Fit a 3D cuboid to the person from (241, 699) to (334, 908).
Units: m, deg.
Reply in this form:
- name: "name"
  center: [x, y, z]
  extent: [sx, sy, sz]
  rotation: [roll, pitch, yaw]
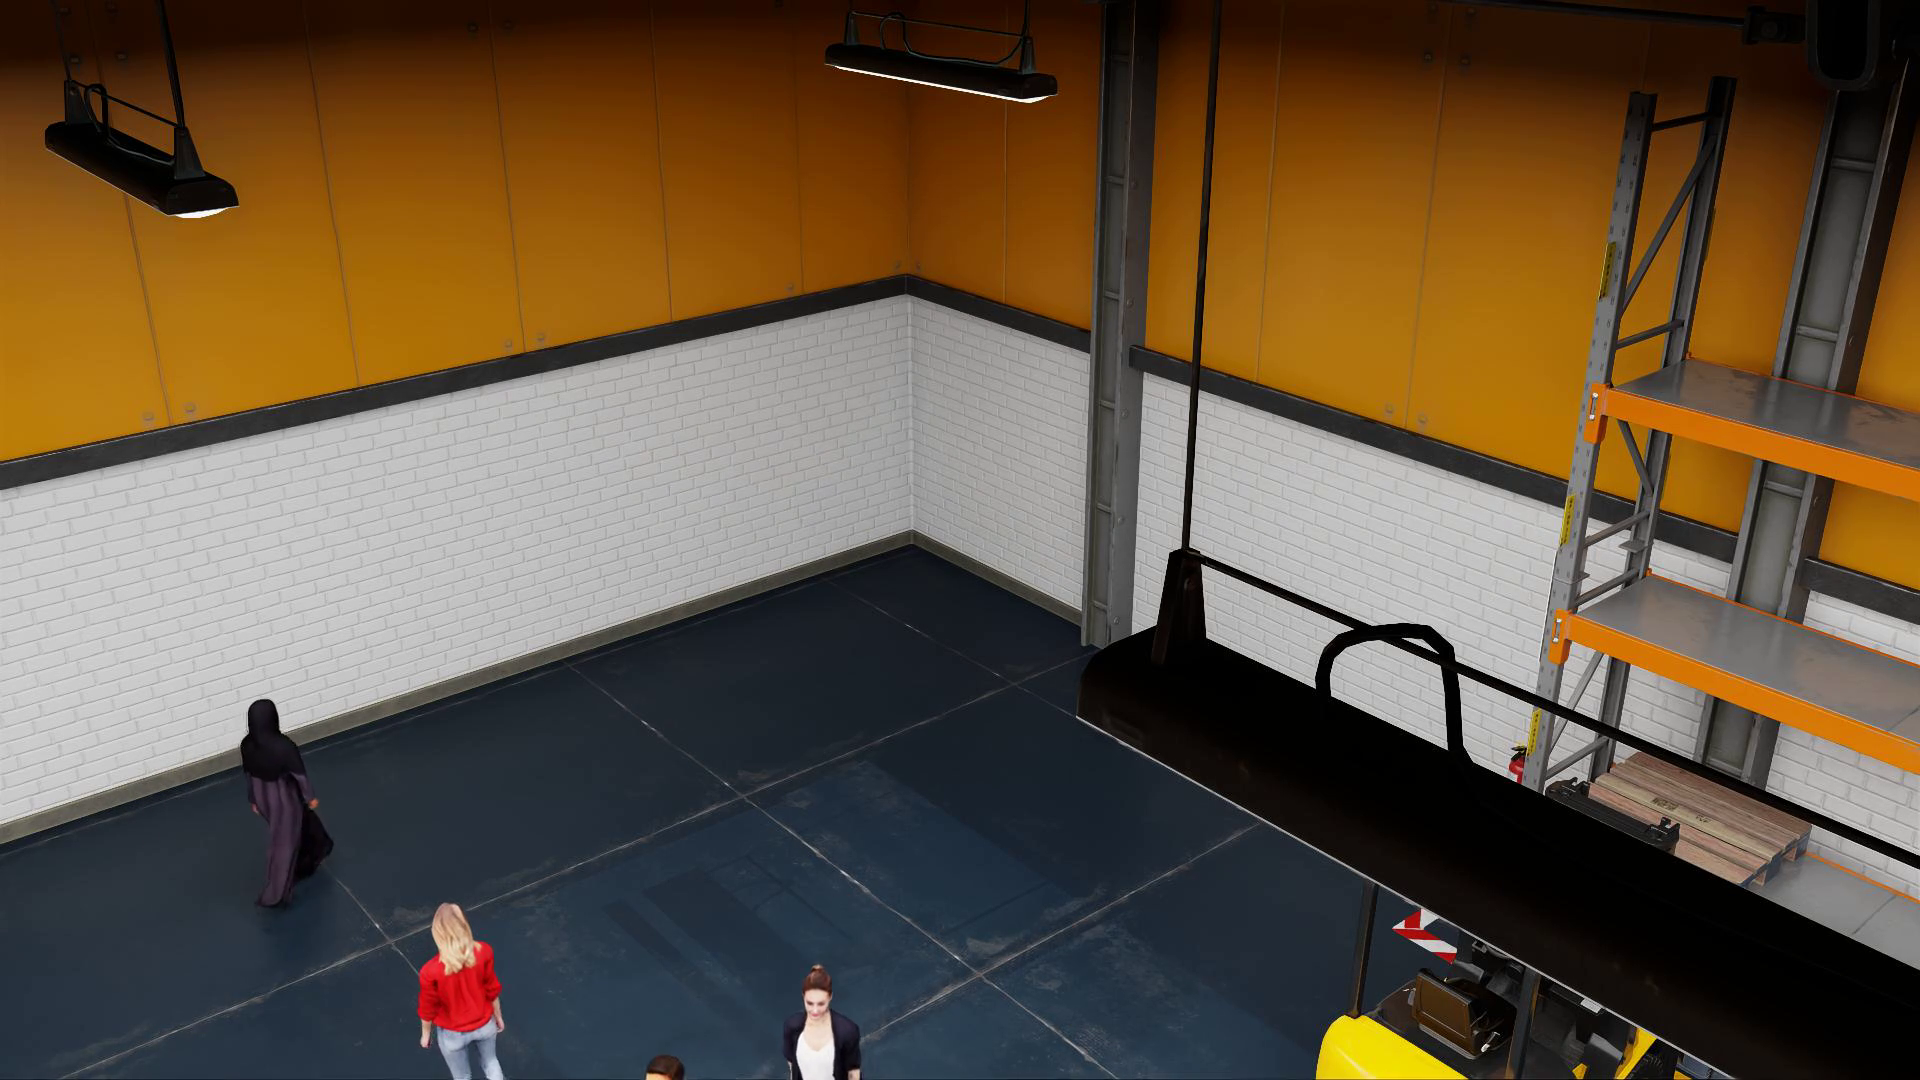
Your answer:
- name: "person"
  center: [-5.018, 1.916, 12.149]
  extent: [1.140, 1.608, 1.065]
  rotation: [7, 25, 16]

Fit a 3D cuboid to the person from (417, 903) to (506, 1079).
- name: "person"
  center: [-2.894, 2.899, 9.787]
  extent: [0.629, 1.698, 0.612]
  rotation: [-18, 29, -36]

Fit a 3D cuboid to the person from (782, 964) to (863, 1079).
- name: "person"
  center: [-0.738, 3.093, 9.419]
  extent: [1.117, 1.638, 1.149]
  rotation: [3, 24, 7]
